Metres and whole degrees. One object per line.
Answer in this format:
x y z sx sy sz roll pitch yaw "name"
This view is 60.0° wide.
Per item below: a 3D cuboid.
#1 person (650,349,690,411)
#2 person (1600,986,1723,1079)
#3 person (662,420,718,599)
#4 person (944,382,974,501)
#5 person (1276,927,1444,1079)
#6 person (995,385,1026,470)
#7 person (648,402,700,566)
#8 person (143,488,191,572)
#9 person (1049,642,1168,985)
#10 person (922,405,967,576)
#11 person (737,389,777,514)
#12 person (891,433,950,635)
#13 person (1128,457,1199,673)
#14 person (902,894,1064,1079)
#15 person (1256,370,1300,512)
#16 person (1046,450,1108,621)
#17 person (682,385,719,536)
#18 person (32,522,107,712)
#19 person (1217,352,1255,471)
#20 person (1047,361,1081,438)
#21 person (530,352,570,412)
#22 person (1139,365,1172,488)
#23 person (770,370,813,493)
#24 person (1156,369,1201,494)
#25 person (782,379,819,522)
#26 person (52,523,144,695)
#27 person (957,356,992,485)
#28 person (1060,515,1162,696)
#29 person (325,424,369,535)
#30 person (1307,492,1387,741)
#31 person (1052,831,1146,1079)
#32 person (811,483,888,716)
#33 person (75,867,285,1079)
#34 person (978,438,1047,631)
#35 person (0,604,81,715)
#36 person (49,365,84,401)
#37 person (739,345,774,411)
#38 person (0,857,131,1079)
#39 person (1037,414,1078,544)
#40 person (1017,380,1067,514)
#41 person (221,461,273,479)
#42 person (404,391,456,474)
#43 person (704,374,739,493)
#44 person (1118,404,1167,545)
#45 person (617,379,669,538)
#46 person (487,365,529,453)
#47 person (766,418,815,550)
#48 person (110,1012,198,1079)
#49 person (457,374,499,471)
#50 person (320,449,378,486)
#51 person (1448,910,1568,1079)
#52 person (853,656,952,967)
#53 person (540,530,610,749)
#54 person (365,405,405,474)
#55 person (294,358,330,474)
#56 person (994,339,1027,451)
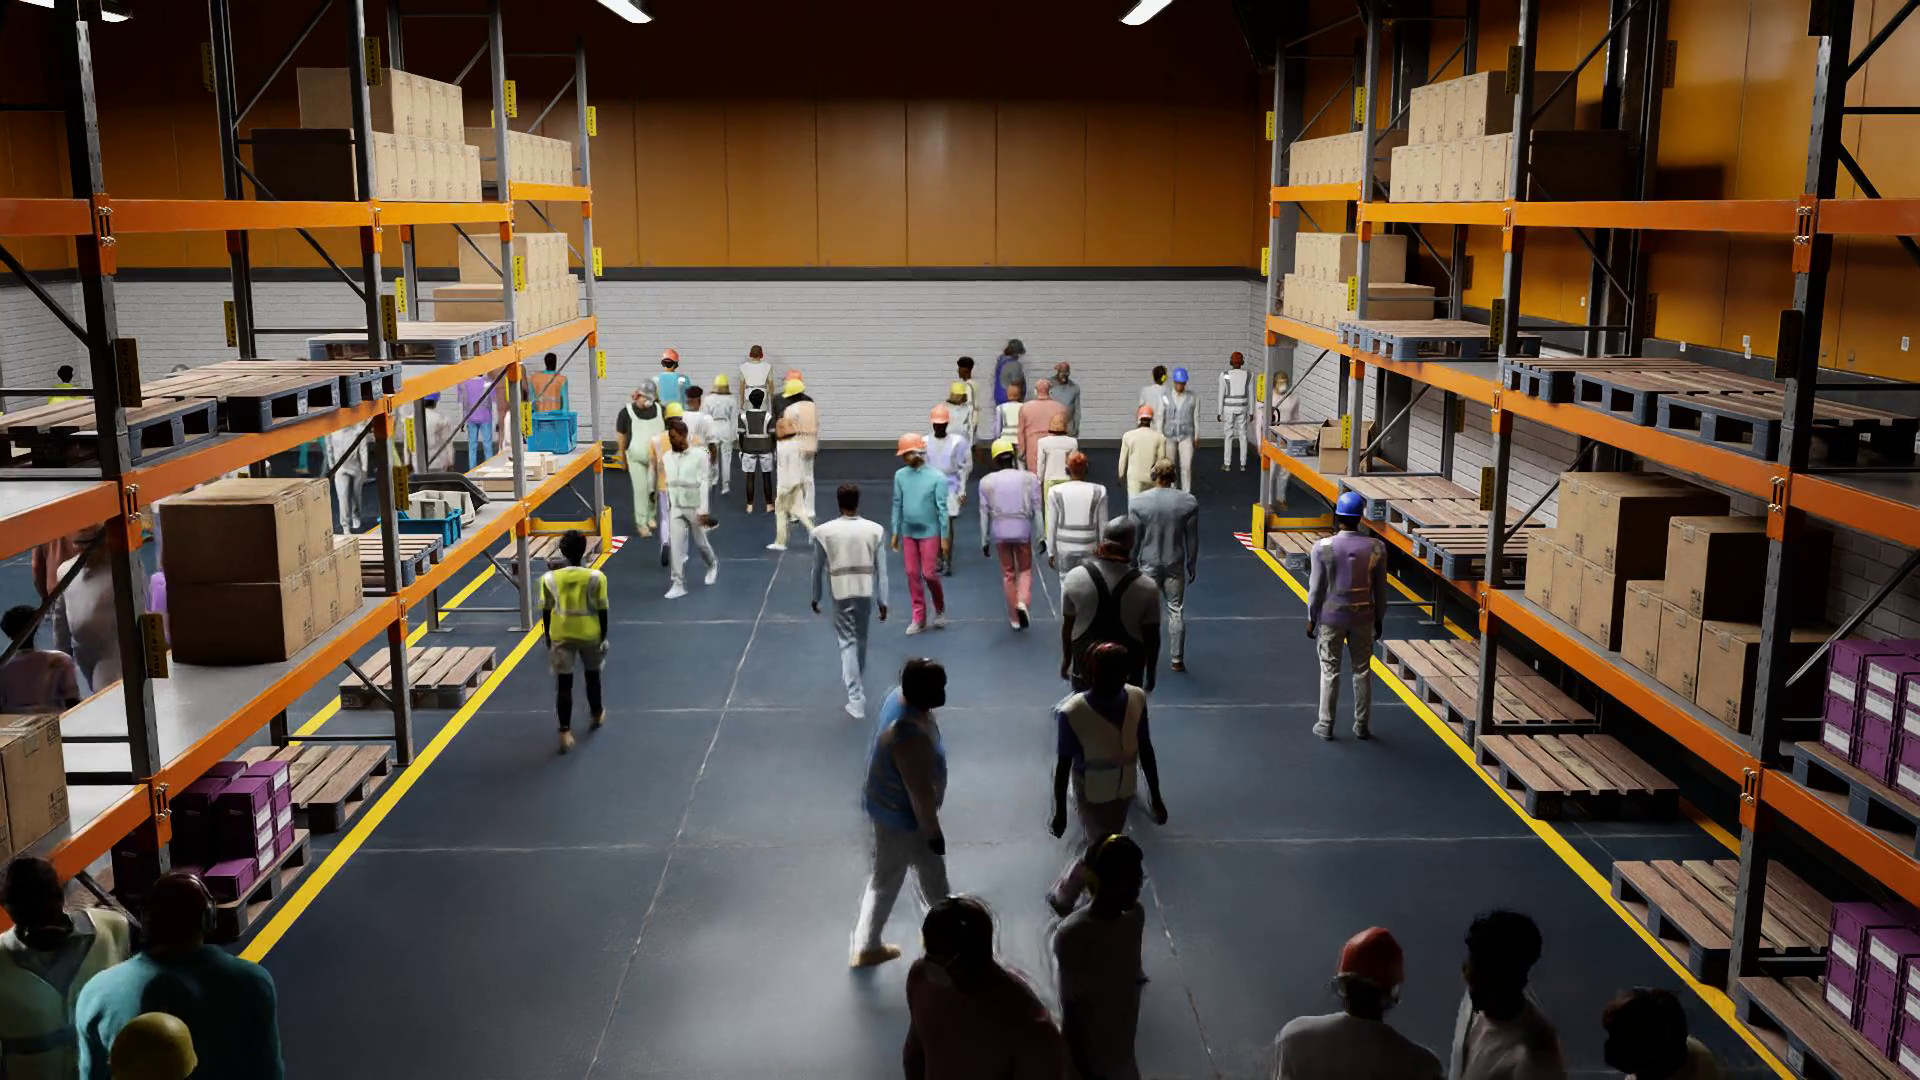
-4.283 -1.815 24.725 0.615 2.041 0.387 0 11 -2 "person"
2.178 2.217 5.147 0.680 1.791 0.652 4 12 20 "person"
-2.908 -0.362 17.857 0.610 1.878 0.898 4 12 20 "person"
-0.044 -1.335 23.113 0.509 1.734 0.341 -3 12 -13 "person"
1.403 2.137 5.706 0.580 1.714 0.799 8 14 35 "person"
0.760 -1.408 23.792 0.515 1.608 0.743 0 11 0 "person"
-3.287 -0.622 19.122 0.618 1.898 0.768 -1 11 -4 "person"
-8.301 -0.251 17.435 0.517 1.827 0.627 8 14 35 "person"
0.779 1.415 9.158 0.563 1.794 0.970 -9 14 -37 "person"
-0.235 -0.541 18.654 0.570 1.913 0.780 2 11 9 "person"
-2.735 -1.197 22.499 0.540 1.695 0.317 0 11 -2 "person"
-0.363 -0.064 16.170 0.657 1.960 0.509 8 14 34 "person"
1.793 0.226 14.757 0.635 1.937 0.354 0 11 -2 "person"
0.054 2.084 5.482 0.724 1.916 0.485 9 14 37 "person"
4.331 -1.345 22.648 0.640 1.940 0.364 -3 12 -16 "person"
1.099 0.089 15.616 0.592 1.863 0.710 1 11 4 "person"
-3.381 -0.993 20.978 0.622 1.904 0.998 6 13 27 "person"
-7.210 0.429 13.600 0.622 1.990 0.398 0 11 -2 "person"
4.339 -2.022 26.164 0.584 1.882 0.339 0 11 -2 "person"
1.482 -1.687 24.468 0.654 1.885 0.438 -3 12 -14 "person"
-6.371 -1.975 25.887 0.619 1.895 0.750 0 11 0 "person"
2.903 -1.631 24.300 0.533 1.850 0.396 7 14 33 "person"
-2.296 -1.401 22.936 0.623 1.946 0.941 0 11 -2 "person"
3.025 -1.419 23.075 0.606 1.899 0.979 2 11 10 "person"
-2.056 -1.193 22.008 0.602 1.895 0.704 10 15 41 "person"
-6.333 0.753 12.301 0.655 1.869 0.958 2 11 8 "person"
0.136 -1.742 24.651 0.626 1.976 0.639 3 12 15 "person"
1.052 0.806 11.592 0.712 2.000 0.673 2 11 10 "person"
-7.772 -0.928 21.136 0.497 1.711 0.852 -4 12 -20 "person"
2.989 0.594 12.888 0.614 1.945 0.401 0 11 -2 "person"
0.570 1.983 6.253 0.519 1.817 0.952 -9 15 -39 "person"
-0.923 0.461 13.784 0.593 1.857 1.001 -4 12 -19 "person"
-2.698 2.052 5.822 0.652 1.857 0.997 -4 12 -20 "person"
0.513 -0.040 16.214 0.672 1.880 0.535 1 11 3 "person"
-5.766 1.241 10.360 0.550 1.665 0.572 -4 12 -18 "person"
-13.857 -1.874 25.892 0.540 1.695 0.317 0 11 -2 "person"
-3.397 -2.338 27.848 0.570 1.843 0.372 0 11 -2 "person"
-3.281 1.993 6.049 0.610 1.874 0.533 -11 16 -44 "person"
1.186 -0.716 20.245 0.507 1.632 0.264 0 11 -2 "person"
1.087 -1.188 22.056 0.647 1.856 0.881 0 11 0 "person"
-7.684 -0.337 18.042 0.572 1.749 0.340 0 11 -2 "person"
-6.606 -0.960 20.745 0.632 1.918 0.463 0 11 0 "person"
-3.450 -1.537 24.103 0.515 1.730 0.346 0 11 0 "person"
2.249 -0.803 20.455 0.569 1.726 0.763 -1 11 -6 "person"
-3.990 -1.100 21.149 0.690 2.000 0.896 -6 13 -29 "person"
-7.414 -2.276 27.383 0.651 1.906 0.403 0 11 -2 "person"
-2.045 -0.667 20.032 0.568 1.612 0.511 5 12 25 "person"
-2.211 2.240 4.726 0.608 1.901 0.667 -3 12 -14 "person"
-7.229 -1.814 25.015 0.594 1.925 0.379 0 11 -2 "person"
-9.169 -1.638 24.676 0.914 1.718 0.522 5 13 25 "person"
1.774 2.086 5.450 0.475 1.925 0.657 -1 11 -6 "person"
-0.215 1.468 8.934 0.796 1.786 0.688 1 11 3 "person"
-2.968 0.745 12.861 0.543 1.651 0.881 -1 11 -3 "person"
-8.782 -1.870 25.457 1.032 1.874 0.587 10 15 41 "person"
-10.059 -1.918 25.784 0.729 1.827 0.550 8 14 35 "person"
0.862 -2.414 27.738 0.634 2.000 0.772 -2 11 -11 "person"
